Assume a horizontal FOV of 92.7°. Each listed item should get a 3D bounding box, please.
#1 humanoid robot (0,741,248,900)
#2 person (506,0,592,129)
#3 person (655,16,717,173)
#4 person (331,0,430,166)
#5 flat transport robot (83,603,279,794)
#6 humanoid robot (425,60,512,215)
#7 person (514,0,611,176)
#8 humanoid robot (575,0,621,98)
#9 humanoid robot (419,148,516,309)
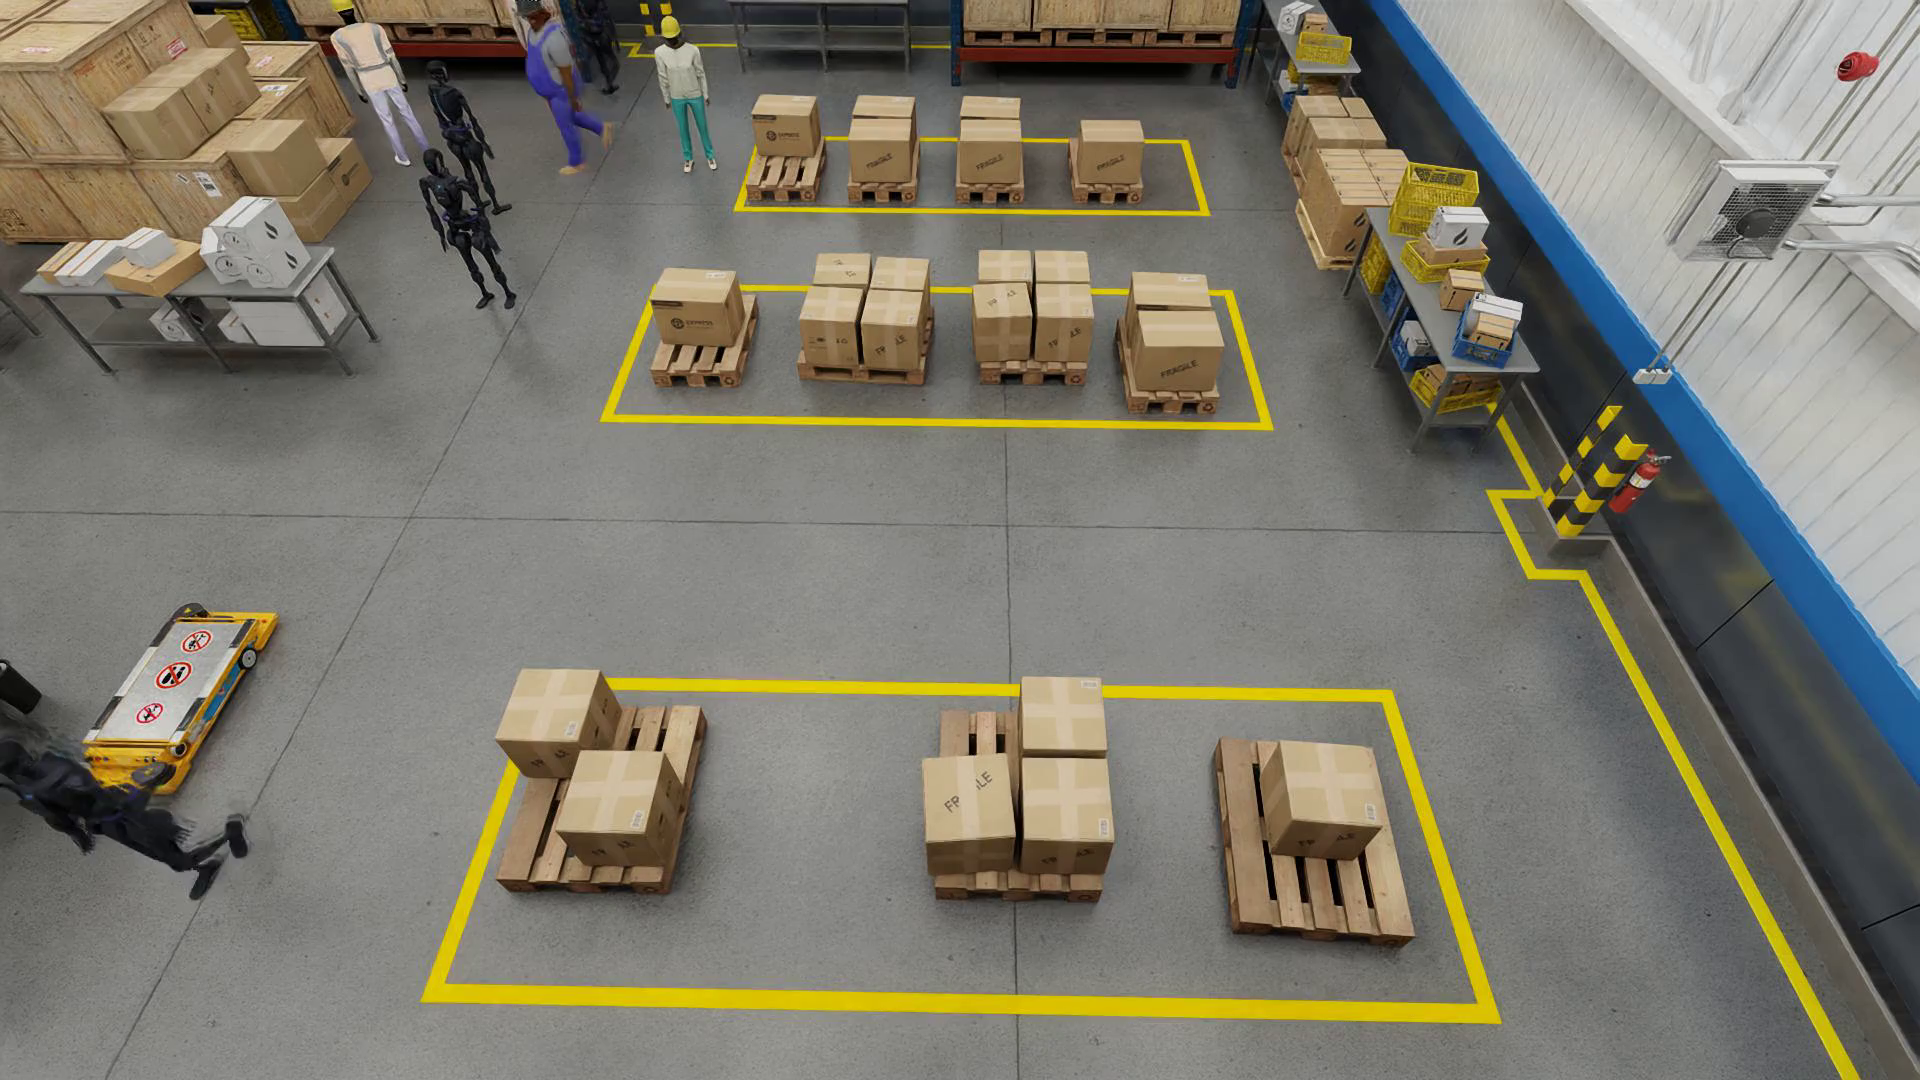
[{"bbox_3d":[-4.687,1.557,5.128,0.600,1.647,0.446,4,50,4],"label":"humanoid robot"},{"bbox_3d":[-5.164,-6.165,11.453,0.609,1.995,0.381,3,50,3],"label":"person"},{"bbox_3d":[-3.229,-5.227,10.809,0.533,1.765,0.315,-8,50,-7],"label":"person"},{"bbox_3d":[-6.916,-5.456,10.907,0.582,1.918,0.405,-31,56,-24],"label":"person"},{"bbox_3d":[-5.504,1.072,6.442,0.652,0.197,1.431,1,50,1],"label":"flat transport robot"},{"bbox_3d":[-5.541,-4.477,10.226,0.601,1.653,0.313,19,52,15],"label":"humanoid robot"},{"bbox_3d":[-4.661,-5.398,10.775,0.751,2.000,0.685,-28,55,-22],"label":"person"},{"bbox_3d":[-4.833,-6.752,12.157,0.632,1.647,0.480,19,52,15],"label":"humanoid robot"},{"bbox_3d":[-4.843,-3.017,8.986,0.596,1.660,0.323,1,50,1],"label":"humanoid robot"}]
